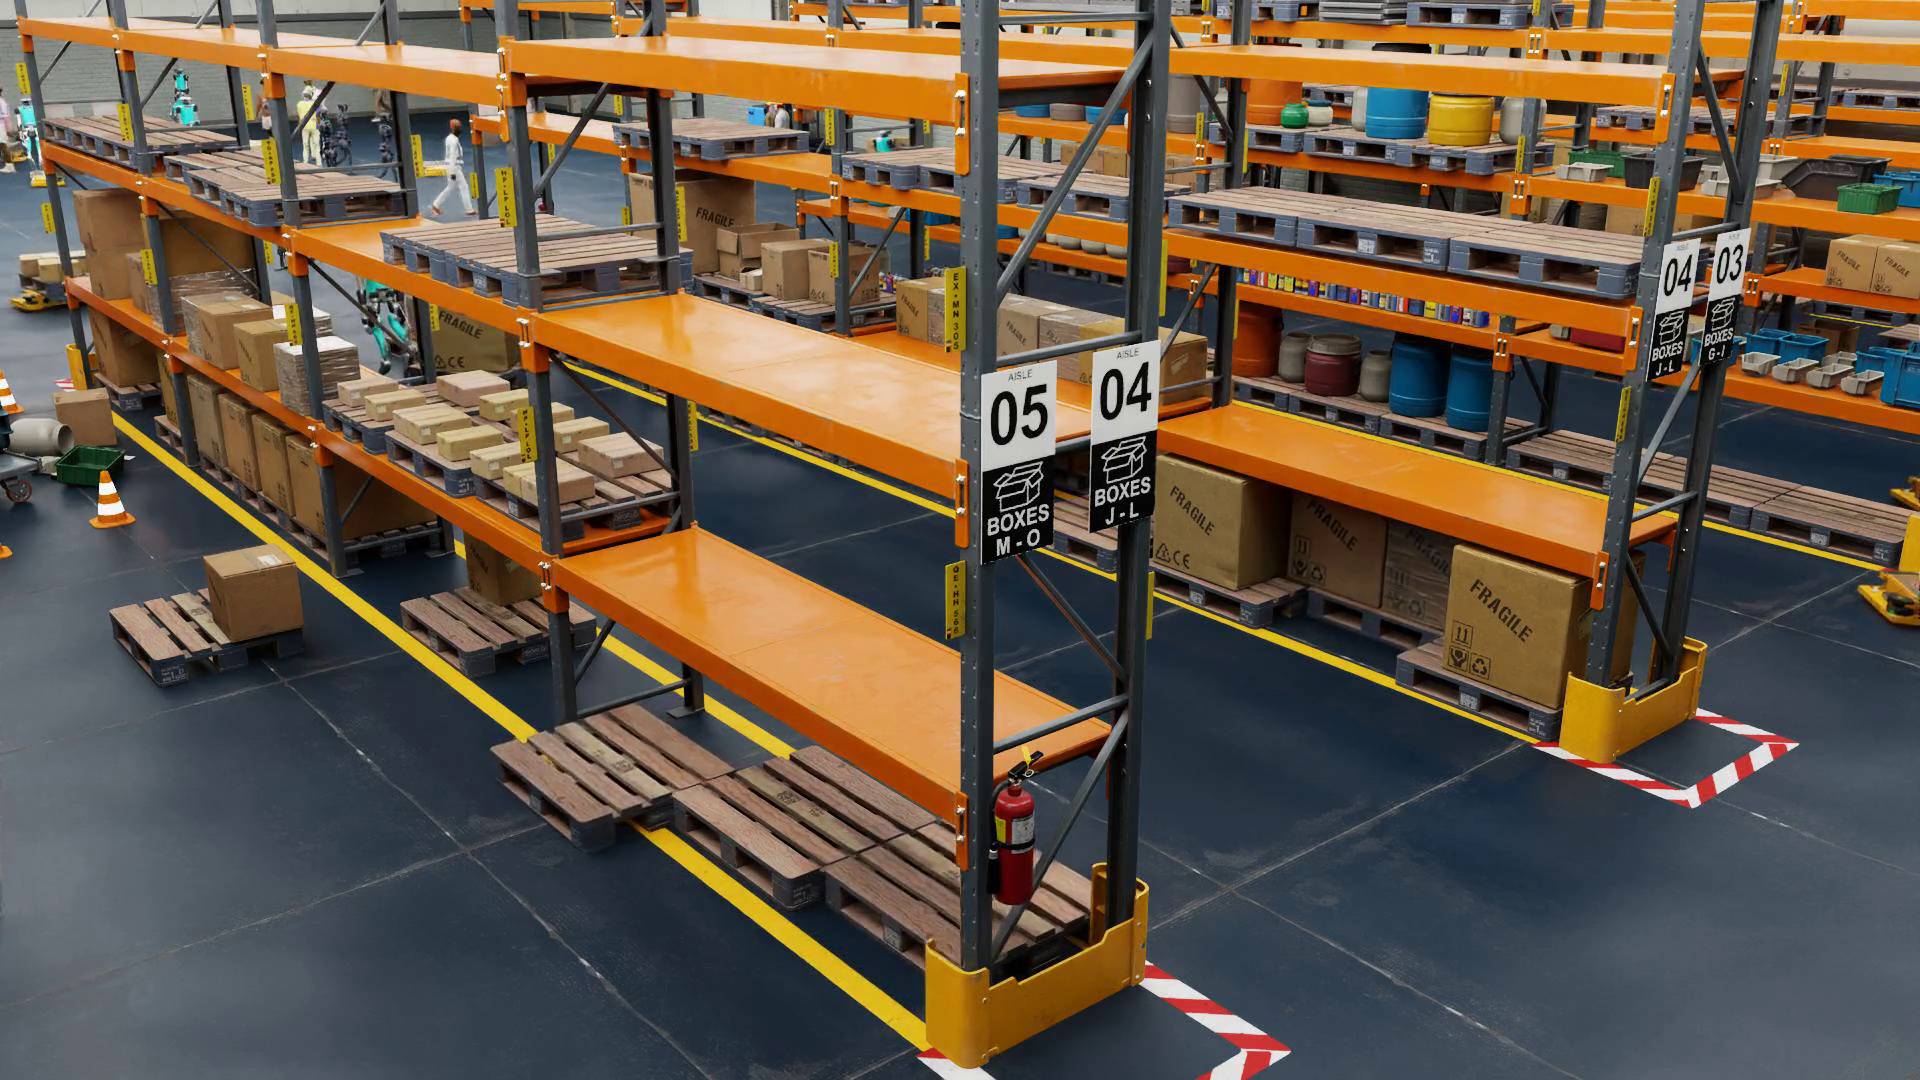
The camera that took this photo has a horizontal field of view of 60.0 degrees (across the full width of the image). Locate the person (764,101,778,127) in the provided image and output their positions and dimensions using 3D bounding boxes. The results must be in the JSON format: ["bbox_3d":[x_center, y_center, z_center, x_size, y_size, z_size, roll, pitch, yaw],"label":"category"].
[{"bbox_3d":[-4.214,-9.107,37.598,0.406,1.761,0.556,13,23,32],"label":"person"}]

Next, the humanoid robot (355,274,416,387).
[{"bbox_3d":[-6.425,-2.479,18.812,0.556,1.752,0.909,-16,25,-39],"label":"humanoid robot"}]

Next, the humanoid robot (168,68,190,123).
[{"bbox_3d":[-22.090,-12.428,46.890,0.533,1.677,0.735,10,22,26],"label":"humanoid robot"}]

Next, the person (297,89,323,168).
[{"bbox_3d":[-15.014,-9.464,38.464,0.530,1.878,0.424,-2,19,-6],"label":"person"}]

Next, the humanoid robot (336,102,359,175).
[{"bbox_3d":[-14.109,-9.116,37.802,0.695,1.626,0.600,-5,20,-14],"label":"humanoid robot"}]

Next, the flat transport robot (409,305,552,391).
[{"bbox_3d":[-5.381,-1.703,18.783,0.659,0.231,1.431,10,22,25],"label":"flat transport robot"}]

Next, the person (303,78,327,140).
[{"bbox_3d":[-16.272,-10.711,41.977,0.533,1.891,0.429,4,20,11],"label":"person"}]

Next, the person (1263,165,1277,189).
[{"bbox_3d":[5.003,-5.700,27.812,0.571,1.819,0.712,-8,21,-22],"label":"person"}]

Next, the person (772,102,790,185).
[{"bbox_3d":[-3.890,-8.716,36.309,0.380,1.890,0.563,5,20,13],"label":"person"}]

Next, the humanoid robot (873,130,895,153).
[{"bbox_3d":[-1.217,-6.770,31.112,0.752,1.860,0.544,-17,26,-40],"label":"humanoid robot"}]

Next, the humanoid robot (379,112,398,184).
[{"bbox_3d":[-12.270,-8.266,35.397,0.731,1.631,0.590,-6,20,-17],"label":"humanoid robot"}]

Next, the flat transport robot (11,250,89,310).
[{"bbox_3d":[-12.823,-3.539,24.008,0.659,0.231,1.431,18,26,41],"label":"flat transport robot"}]

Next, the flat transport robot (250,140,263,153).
[{"bbox_3d":[-16.060,-8.265,37.459,0.659,0.231,1.431,7,20,18],"label":"flat transport robot"}]

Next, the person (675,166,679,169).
[{"bbox_3d":[-5.860,-7.586,33.375,0.654,1.692,0.562,-10,22,-27],"label":"person"}]

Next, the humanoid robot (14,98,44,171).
[{"bbox_3d":[-20.740,-8.892,37.228,0.533,1.893,0.795,-11,22,-28],"label":"humanoid robot"}]

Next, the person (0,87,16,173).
[{"bbox_3d":[-22.125,-9.478,38.295,0.528,2.001,0.640,-13,23,-32],"label":"person"}]

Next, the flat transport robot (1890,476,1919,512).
[{"bbox_3d":[9.284,-0.371,14.991,1.431,0.231,0.659,0,19,1],"label":"flat transport robot"}]

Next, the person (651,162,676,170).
[{"bbox_3d":[-5.026,-5.995,28.458,0.369,1.959,0.603,8,21,22],"label":"person"}]

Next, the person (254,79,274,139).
[{"bbox_3d":[-17.699,-10.922,42.675,0.770,1.822,0.793,0,19,0],"label":"person"}]

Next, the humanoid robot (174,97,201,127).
[{"bbox_3d":[-17.239,-9.071,37.544,0.664,1.806,0.540,12,23,31],"label":"humanoid robot"}]

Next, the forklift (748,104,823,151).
[{"bbox_3d":[-4.526,-11.368,42.374,1.129,2.768,1.873,-15,24,-37],"label":"forklift"}]

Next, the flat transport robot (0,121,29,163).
[{"bbox_3d":[-23.450,-9.289,40.373,1.431,0.231,0.659,-5,20,-14],"label":"flat transport robot"}]

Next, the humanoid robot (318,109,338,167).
[{"bbox_3d":[-13.587,-8.427,35.779,0.599,1.653,0.315,18,26,42],"label":"humanoid robot"}]

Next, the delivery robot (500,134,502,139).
[{"bbox_3d":[-12.621,-11.345,45.797,0.499,0.598,0.802,-12,23,-31],"label":"delivery robot"}]

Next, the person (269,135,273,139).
[{"bbox_3d":[-18.562,-11.591,44.768,0.322,1.697,0.532,-10,22,-26],"label":"person"}]

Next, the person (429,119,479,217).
[{"bbox_3d":[-9.704,-7.067,31.685,0.887,1.844,0.623,-7,21,-20],"label":"person"}]

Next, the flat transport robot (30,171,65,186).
[{"bbox_3d":[-20.085,-7.966,36.609,0.659,0.231,1.431,-10,22,-26],"label":"flat transport robot"}]

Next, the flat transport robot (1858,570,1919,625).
[{"bbox_3d":[7.690,0.471,12.596,1.431,0.231,0.659,2,19,7],"label":"flat transport robot"}]

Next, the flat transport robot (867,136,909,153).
[{"bbox_3d":[-1.490,-8.140,37.102,0.659,0.231,1.431,2,20,7],"label":"flat transport robot"}]

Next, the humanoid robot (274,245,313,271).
[{"bbox_3d":[-10.714,-5.143,26.509,0.615,1.641,0.686,9,21,24],"label":"humanoid robot"}]

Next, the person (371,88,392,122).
[{"bbox_3d":[-17.526,-13.613,50.309,0.867,1.841,0.499,-17,26,-40],"label":"person"}]

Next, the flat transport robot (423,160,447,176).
[{"bbox_3d":[-12.164,-8.542,38.248,0.659,0.231,1.431,-12,23,-30],"label":"flat transport robot"}]

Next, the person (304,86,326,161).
[{"bbox_3d":[-15.824,-10.180,40.650,0.532,1.766,0.325,-16,25,-39],"label":"person"}]
